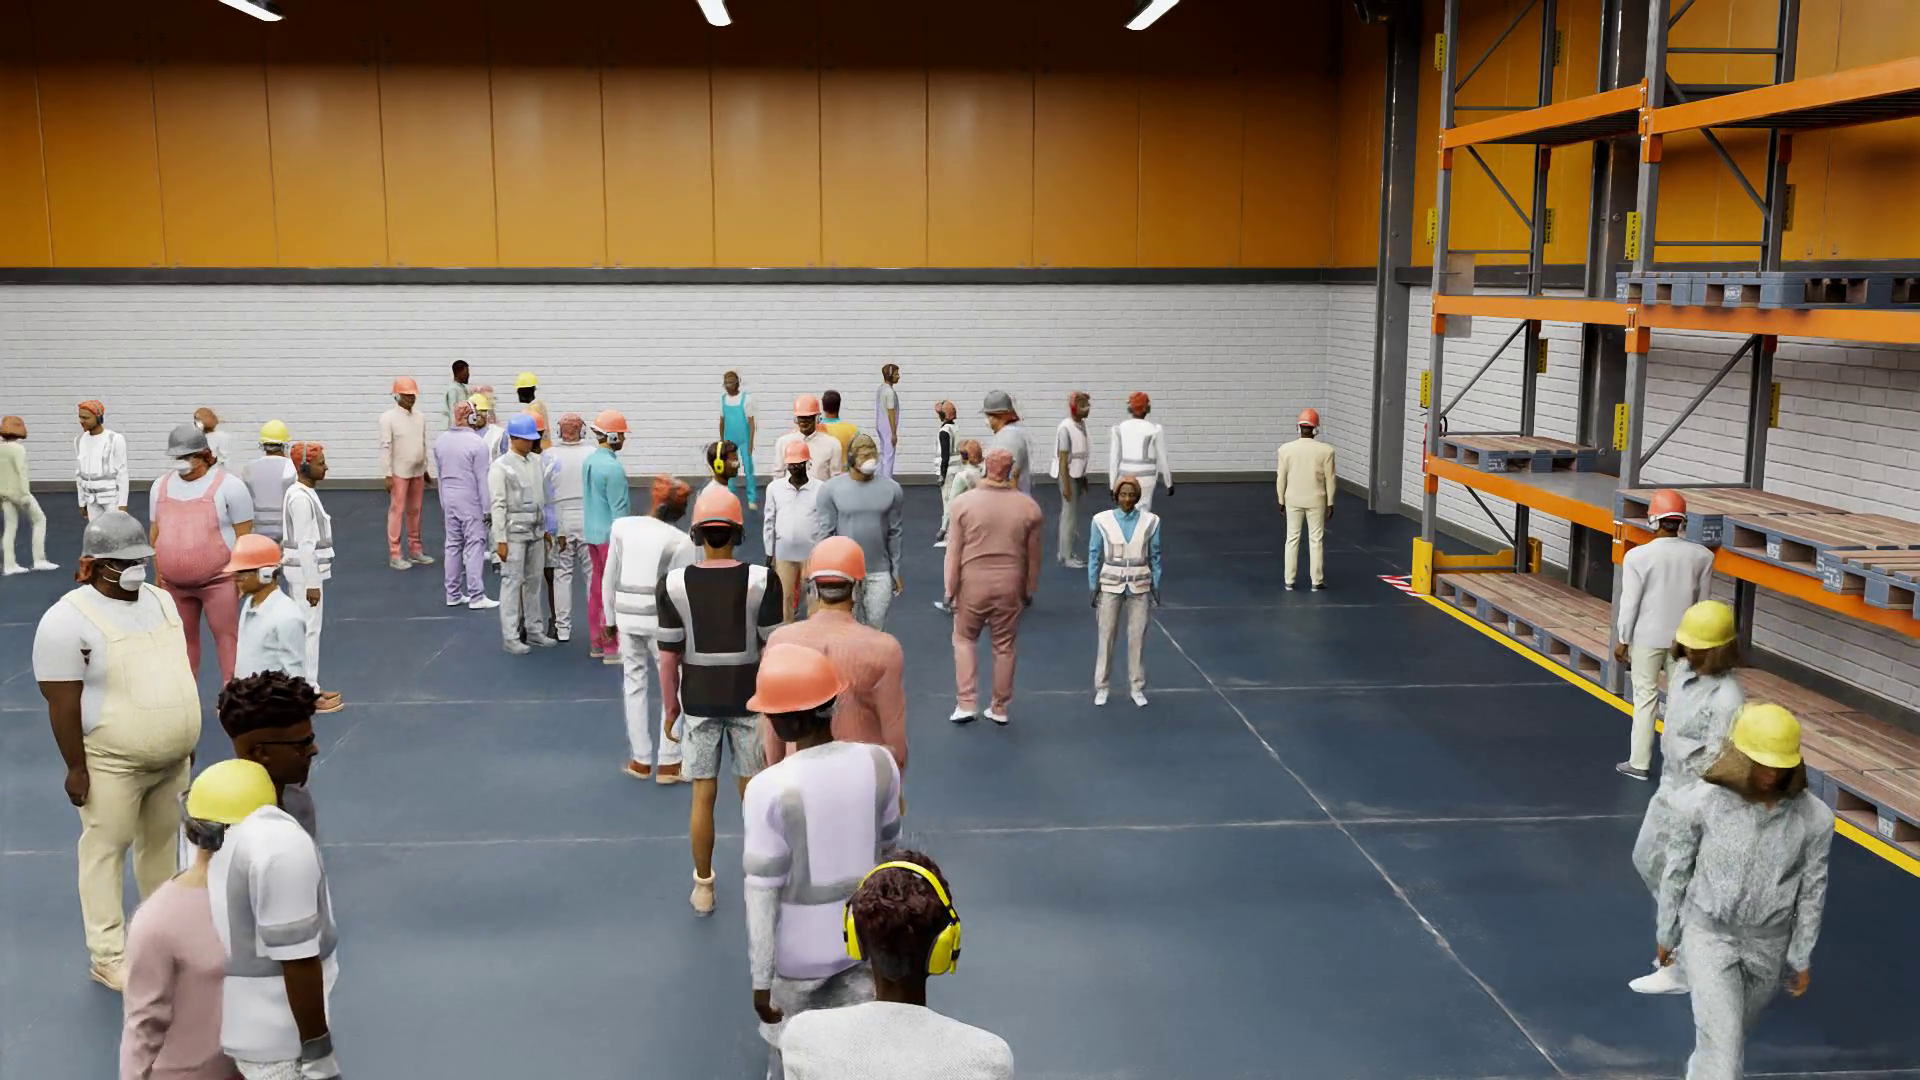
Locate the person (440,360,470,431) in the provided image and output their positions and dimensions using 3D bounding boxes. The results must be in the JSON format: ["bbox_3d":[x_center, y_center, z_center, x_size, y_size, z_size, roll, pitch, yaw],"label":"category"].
[{"bbox_3d":[-6.718,-1.451,22.231,0.413,1.903,0.598,-1,9,-6],"label":"person"}]

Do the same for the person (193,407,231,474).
[{"bbox_3d":[-8.119,-0.660,18.164,0.505,1.613,0.716,2,9,12],"label":"person"}]

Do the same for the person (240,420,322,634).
[{"bbox_3d":[-5.621,-0.079,13.797,0.590,1.836,0.404,1,9,5],"label":"person"}]

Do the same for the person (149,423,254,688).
[{"bbox_3d":[-5.197,0.212,11.328,0.688,2.000,0.536,0,9,1],"label":"person"}]

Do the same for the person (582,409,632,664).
[{"bbox_3d":[-2.734,-0.026,13.011,0.402,1.986,0.611,-6,11,-35],"label":"person"}]

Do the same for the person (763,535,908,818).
[{"bbox_3d":[-0.517,0.970,6.789,0.615,1.979,0.545,3,10,18],"label":"person"}]

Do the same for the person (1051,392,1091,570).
[{"bbox_3d":[1.208,-0.609,17.190,0.530,1.823,0.564,4,10,23],"label":"person"}]

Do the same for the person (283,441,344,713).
[{"bbox_3d":[-4.515,0.255,11.550,0.337,1.882,0.583,-4,10,-22],"label":"person"}]

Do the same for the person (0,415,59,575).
[{"bbox_3d":[-9.508,-0.464,16.907,0.502,1.613,0.607,5,10,29],"label":"person"}]

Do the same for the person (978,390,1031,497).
[{"bbox_3d":[0.317,-0.343,14.813,0.638,2.000,0.709,1,9,4],"label":"person"}]

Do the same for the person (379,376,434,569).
[{"bbox_3d":[-5.728,-0.708,17.249,0.396,1.992,0.622,4,10,26],"label":"person"}]

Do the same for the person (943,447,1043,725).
[{"bbox_3d":[0.196,0.322,11.091,0.681,1.897,0.450,-2,9,-9],"label":"person"}]

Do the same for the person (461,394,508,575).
[{"bbox_3d":[-4.857,-0.562,16.822,0.593,1.837,0.404,-2,9,-13],"label":"person"}]

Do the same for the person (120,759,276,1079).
[{"bbox_3d":[-2.107,1.443,4.570,0.592,1.748,0.620,4,10,24],"label":"person"}]

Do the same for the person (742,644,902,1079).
[{"bbox_3d":[-0.407,1.247,5.240,0.661,1.908,0.570,-6,11,-33],"label":"person"}]

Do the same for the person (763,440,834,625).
[{"bbox_3d":[-1.264,0.087,13.009,0.563,1.752,0.326,1,9,4],"label":"person"}]

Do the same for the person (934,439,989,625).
[{"bbox_3d":[0.031,-0.072,14.480,0.710,1.612,0.515,5,10,30],"label":"person"}]

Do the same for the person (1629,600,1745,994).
[{"bbox_3d":[3.020,1.073,6.906,0.364,1.719,0.525,0,9,0],"label":"person"}]

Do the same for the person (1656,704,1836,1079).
[{"bbox_3d":[2.581,1.310,5.569,0.483,1.681,0.898,1,9,8],"label":"person"}]

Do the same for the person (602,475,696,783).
[{"bbox_3d":[-1.837,0.536,9.906,0.669,1.857,0.379,2,9,15],"label":"person"}]

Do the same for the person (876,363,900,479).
[{"bbox_3d":[-0.961,-1.449,22.368,0.328,1.844,0.511,-3,10,-19],"label":"person"}]

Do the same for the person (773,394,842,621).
[{"bbox_3d":[-1.332,-0.277,14.538,0.612,1.995,0.376,0,9,1],"label":"person"}]

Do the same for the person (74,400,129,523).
[{"bbox_3d":[-7.978,-0.368,15.489,0.581,1.879,0.350,3,9,17],"label":"person"}]

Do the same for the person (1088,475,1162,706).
[{"bbox_3d":[1.154,0.357,11.683,0.522,1.636,0.310,0,9,-2],"label":"person"}]

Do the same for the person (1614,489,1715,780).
[{"bbox_3d":[4.209,0.567,9.989,0.561,1.753,0.327,-1,9,-3],"label":"person"}]

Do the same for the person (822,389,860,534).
[{"bbox_3d":[-1.274,-0.549,16.545,0.603,1.900,0.729,1,9,7],"label":"person"}]

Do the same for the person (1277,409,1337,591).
[{"bbox_3d":[3.326,-0.382,15.962,0.570,1.749,0.332,3,10,20],"label":"person"}]

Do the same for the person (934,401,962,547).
[{"bbox_3d":[-0.129,-0.734,18.528,0.312,1.638,0.512,2,9,15],"label":"person"}]

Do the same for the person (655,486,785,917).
[{"bbox_3d":[-1.113,0.764,7.858,0.605,2.042,0.388,-1,9,-3],"label":"person"}]

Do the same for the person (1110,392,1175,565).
[{"bbox_3d":[1.844,-0.578,16.891,0.585,1.849,0.846,6,11,34],"label":"person"}]

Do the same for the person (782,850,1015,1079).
[{"bbox_3d":[-0.105,1.552,3.450,0.509,1.872,0.328,2,9,12],"label":"person"}]

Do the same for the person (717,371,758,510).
[{"bbox_3d":[-2.852,-1.249,21.288,0.515,1.812,0.646,2,9,14],"label":"person"}]

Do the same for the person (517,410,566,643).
[{"bbox_3d":[-3.475,-0.100,13.605,0.543,1.939,0.370,2,9,13],"label":"person"}]

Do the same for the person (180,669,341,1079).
[{"bbox_3d":[-1.902,1.322,4.596,0.610,1.963,0.366,8,12,42],"label":"person"}]

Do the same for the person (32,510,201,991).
[{"bbox_3d":[-3.536,0.876,7.156,0.539,2.000,0.689,3,10,18],"label":"person"}]

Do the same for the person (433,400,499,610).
[{"bbox_3d":[-4.466,-0.319,15.126,0.646,1.901,0.394,5,11,30],"label":"person"}]

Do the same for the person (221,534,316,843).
[{"bbox_3d":[-3.463,0.834,8.322,0.342,1.749,0.572,-9,12,-43],"label":"person"}]

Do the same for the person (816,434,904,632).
[{"bbox_3d":[-0.681,0.231,11.531,0.631,1.940,0.372,-3,10,-21],"label":"person"}]

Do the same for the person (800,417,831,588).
[{"bbox_3d":[-1.390,-0.280,15.363,0.493,1.739,0.577,8,12,40],"label":"person"}]

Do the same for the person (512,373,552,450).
[{"bbox_3d":[-4.924,-0.978,19.250,0.459,1.907,0.594,-2,9,-14],"label":"person"}]

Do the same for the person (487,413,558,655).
[{"bbox_3d":[-3.501,-0.051,13.327,0.426,1.935,0.616,4,10,26],"label":"person"}]

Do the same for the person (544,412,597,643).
[{"bbox_3d":[-3.186,-0.108,13.759,0.652,1.906,0.402,-3,9,-15],"label":"person"}]
